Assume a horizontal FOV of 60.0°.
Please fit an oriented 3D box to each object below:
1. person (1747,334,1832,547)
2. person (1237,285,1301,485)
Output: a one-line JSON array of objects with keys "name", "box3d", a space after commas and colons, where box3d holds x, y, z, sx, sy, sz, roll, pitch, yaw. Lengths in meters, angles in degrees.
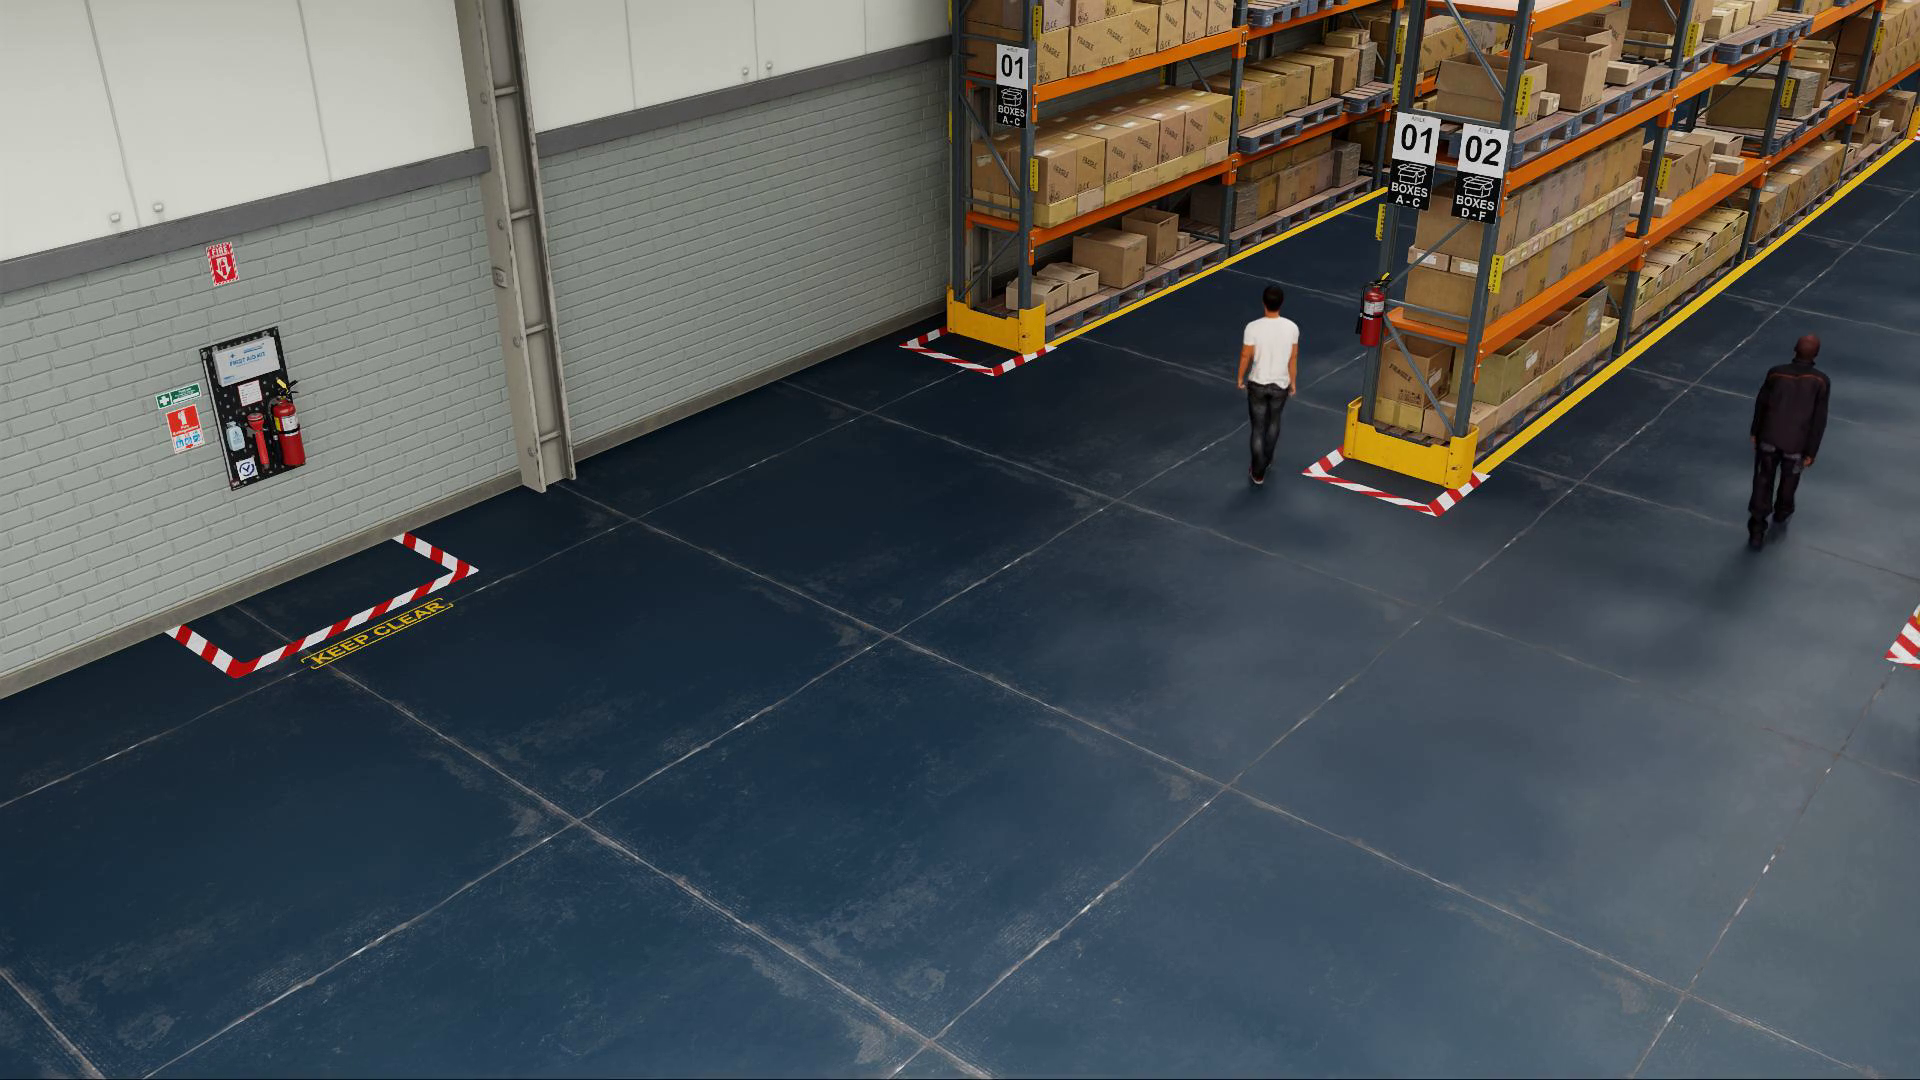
[{"name": "person", "box3d": [6.735, -0.786, 13.634, 0.787, 1.800, 1.092, 18, 33, 30]}, {"name": "person", "box3d": [2.737, -1.341, 14.690, 0.892, 1.787, 0.957, -1, 28, -2]}]
